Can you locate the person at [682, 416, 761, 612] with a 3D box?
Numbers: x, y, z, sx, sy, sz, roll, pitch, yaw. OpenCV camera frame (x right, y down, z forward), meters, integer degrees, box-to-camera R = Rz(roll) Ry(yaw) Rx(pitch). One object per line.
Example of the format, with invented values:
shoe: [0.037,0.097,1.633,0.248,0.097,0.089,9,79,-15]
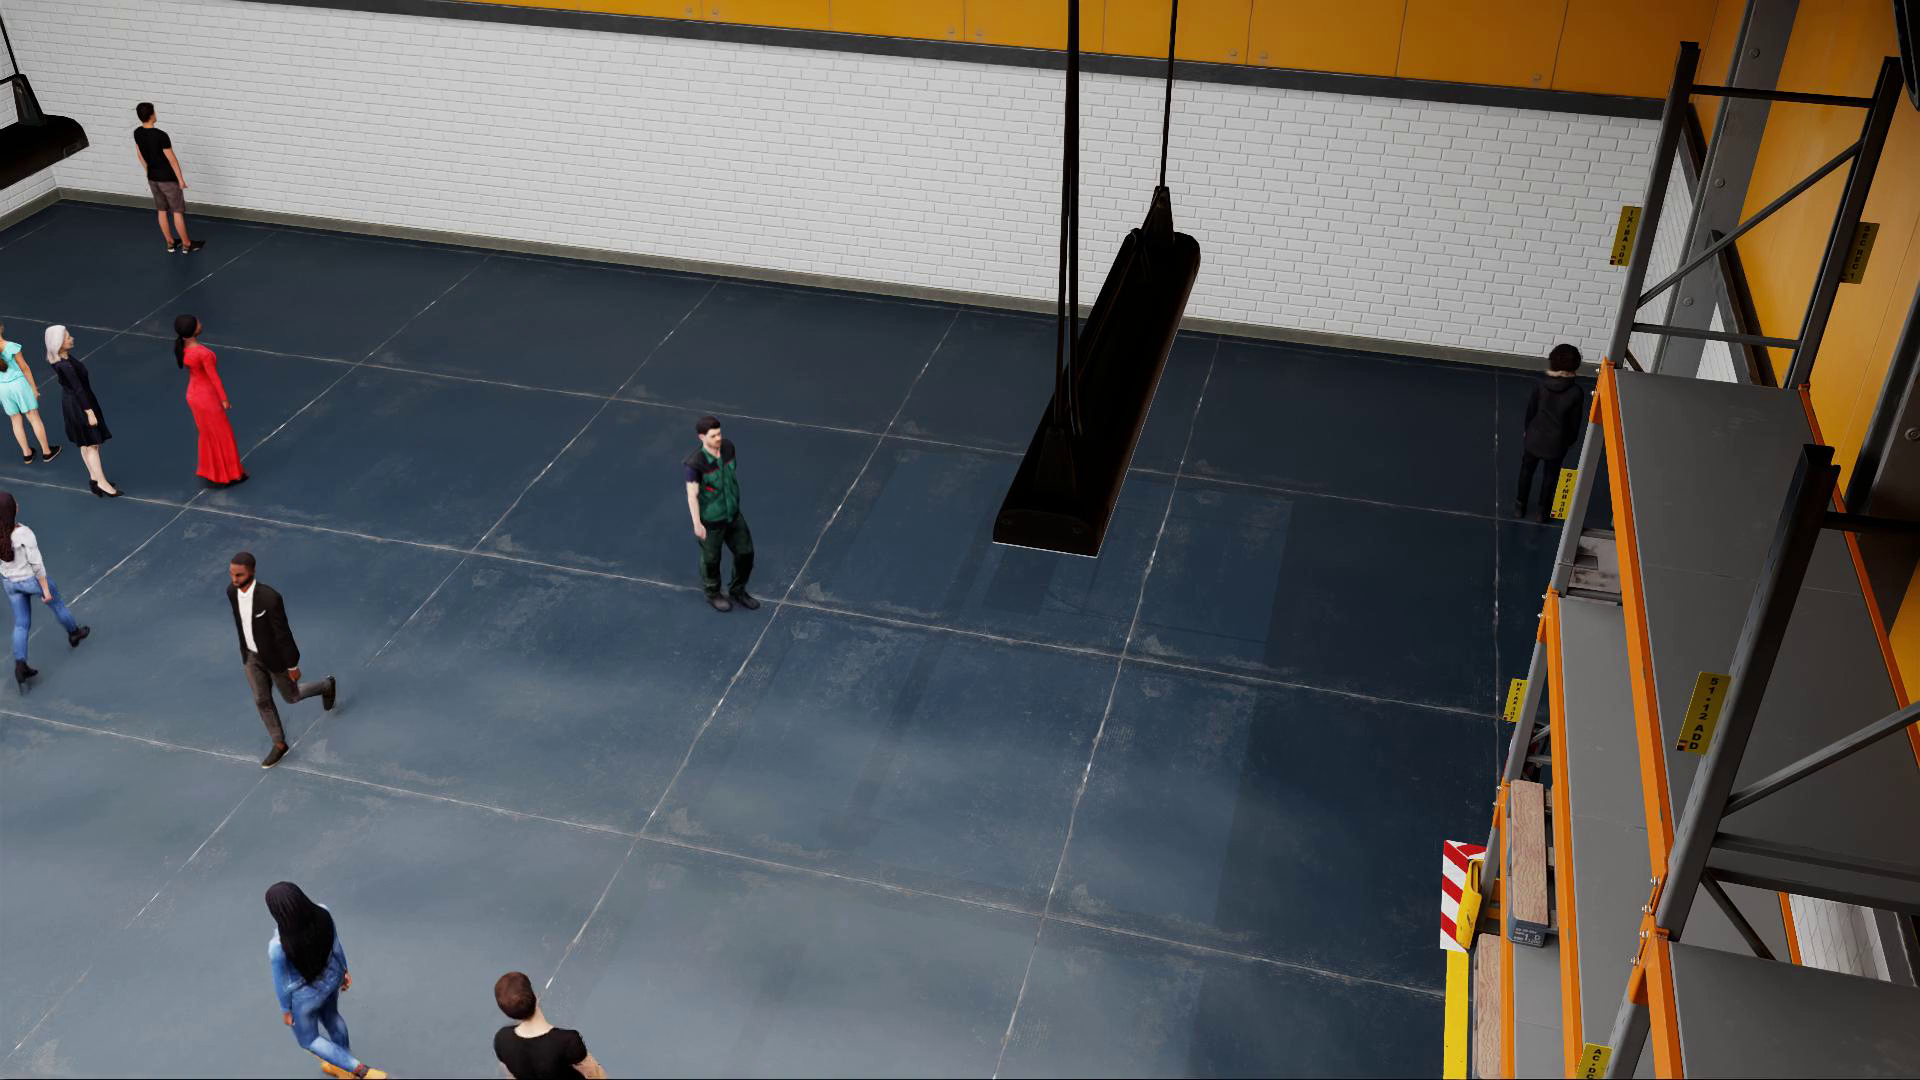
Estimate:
person: [-2.090,-0.239,13.911,0.923,1.883,0.836,24,41,32]

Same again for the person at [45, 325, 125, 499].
person: [-8.174,-1.203,15.484,0.734,1.747,0.701,-26,41,-33]

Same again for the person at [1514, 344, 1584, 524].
person: [5.338,-0.958,15.088,0.706,1.777,0.693,20,39,27]

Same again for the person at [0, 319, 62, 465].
person: [-9.131,-1.470,16.058,0.618,1.558,0.627,-4,34,-6]

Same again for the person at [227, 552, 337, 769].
person: [-5.101,0.818,12.418,0.723,1.775,1.078,12,36,18]

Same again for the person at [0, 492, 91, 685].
person: [-7.477,0.396,13.217,0.721,1.593,1.079,3,34,4]

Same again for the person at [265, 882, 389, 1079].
person: [-3.693,2.676,9.695,0.774,1.695,0.866,17,37,23]

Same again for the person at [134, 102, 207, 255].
person: [-9.688,-4.401,20.192,0.686,1.861,0.576,11,35,15]

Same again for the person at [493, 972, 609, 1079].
person: [-2.163,3.077,8.932,0.803,1.872,0.844,11,35,16]

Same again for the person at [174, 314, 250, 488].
person: [-7.113,-1.303,15.603,0.741,1.782,0.745,22,39,29]
